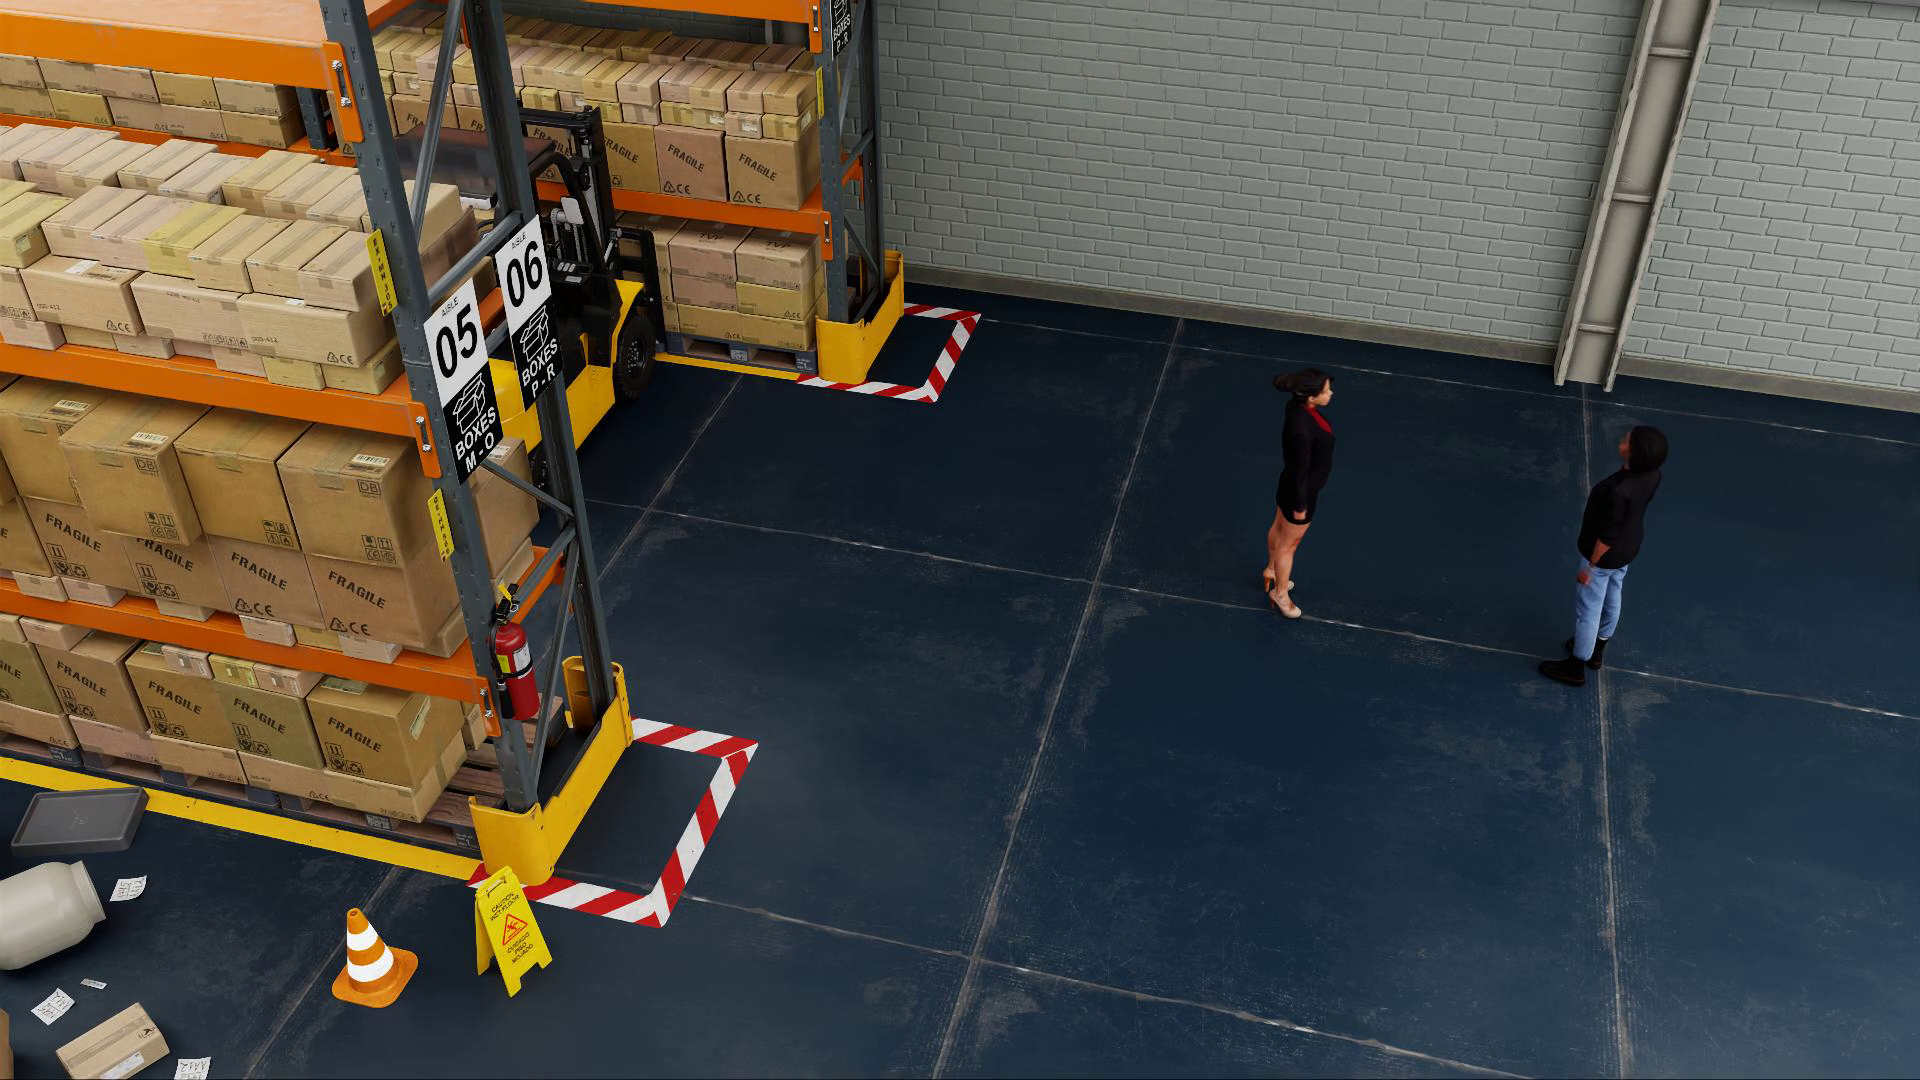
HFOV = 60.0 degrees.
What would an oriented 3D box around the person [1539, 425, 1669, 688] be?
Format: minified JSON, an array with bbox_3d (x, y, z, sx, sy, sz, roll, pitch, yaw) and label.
[{"bbox_3d":[3.585,0.082,9.170,0.655,1.702,0.688,-29,46,-32],"label":"person"}]

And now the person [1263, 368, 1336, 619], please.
[{"bbox_3d":[1.967,-0.284,9.703,0.680,1.639,0.628,2,37,2],"label":"person"}]
